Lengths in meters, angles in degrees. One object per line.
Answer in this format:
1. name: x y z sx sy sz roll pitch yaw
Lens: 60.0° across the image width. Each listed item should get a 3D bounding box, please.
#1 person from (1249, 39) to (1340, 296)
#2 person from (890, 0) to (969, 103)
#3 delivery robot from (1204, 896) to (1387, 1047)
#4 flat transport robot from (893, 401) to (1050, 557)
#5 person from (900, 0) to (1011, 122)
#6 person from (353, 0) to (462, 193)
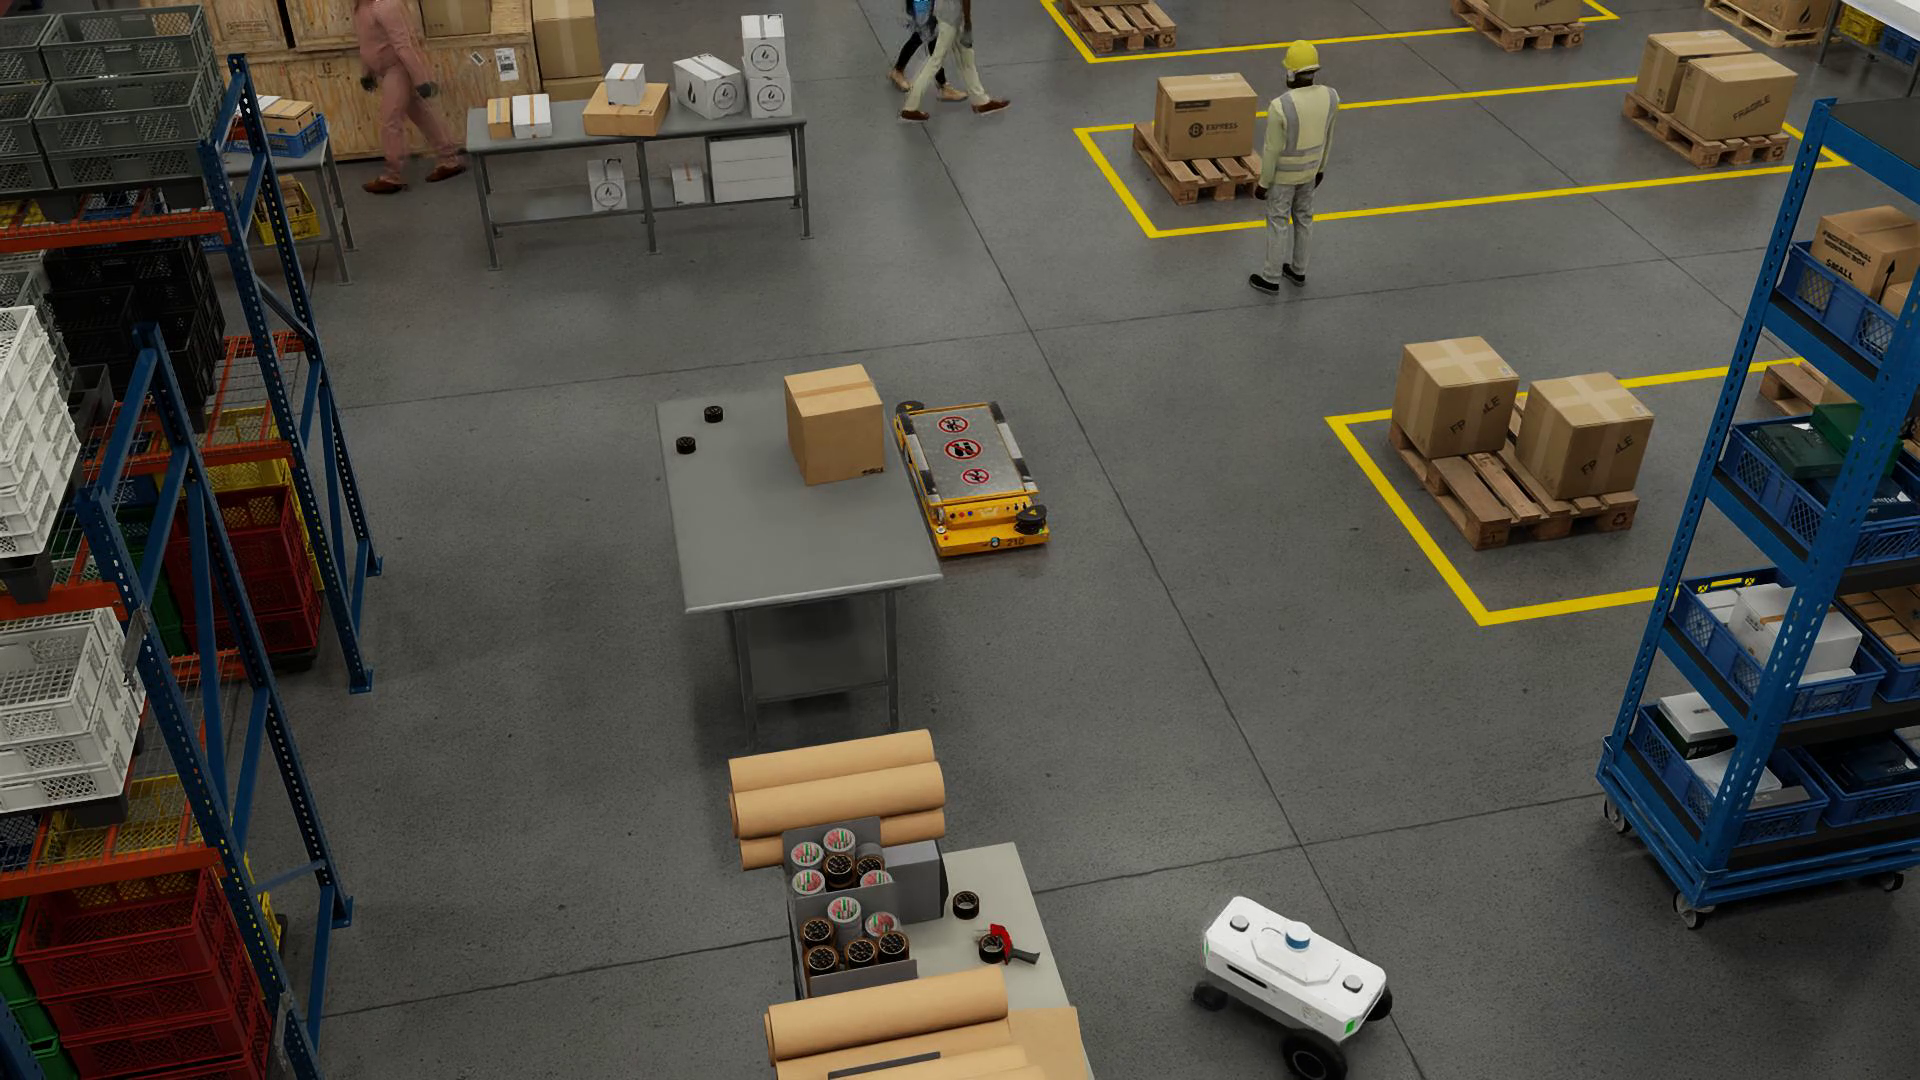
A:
1. person: 2.337 -2.619 11.754 0.601 1.827 0.403 -19 41 -24
2. person: -0.317 -4.736 14.763 0.839 1.665 0.538 16 39 20
3. delivery robot: 1.365 1.767 6.844 0.707 0.478 0.477 24 43 29
4. flat transport robot: 0.046 -0.430 10.108 0.652 0.197 1.431 -8 37 -10
5. person: -0.076 -4.469 14.284 1.016 1.792 0.495 -9 38 -12
6. person: -4.530 -3.680 13.173 0.920 1.839 0.659 -18 40 -22
